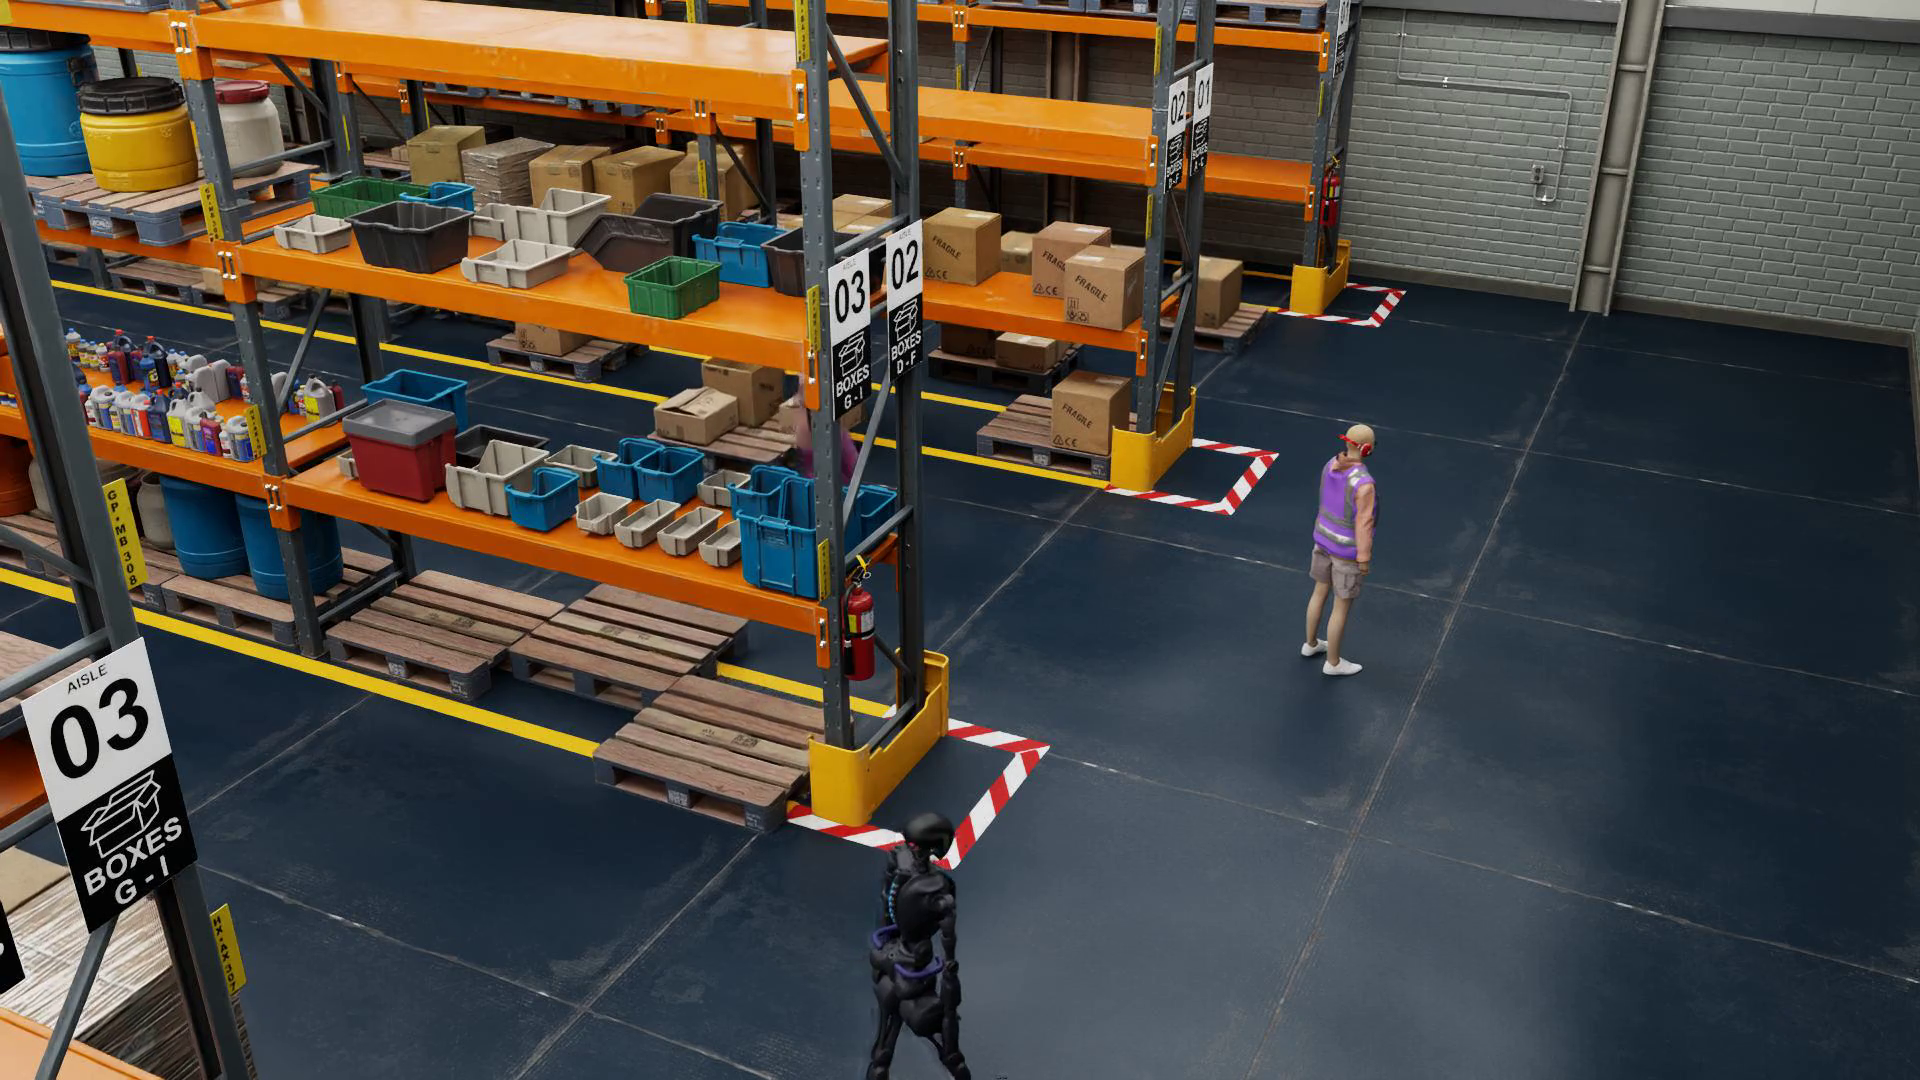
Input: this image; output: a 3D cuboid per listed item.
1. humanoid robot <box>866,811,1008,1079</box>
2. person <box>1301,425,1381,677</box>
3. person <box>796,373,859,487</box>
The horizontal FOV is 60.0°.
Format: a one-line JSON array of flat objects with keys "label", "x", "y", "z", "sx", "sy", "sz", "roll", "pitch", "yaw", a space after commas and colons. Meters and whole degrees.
[{"label": "humanoid robot", "x": -0.161, "y": 1.831, "z": 7.049, "sx": 0.753, "sy": 1.624, "sz": 0.605, "roll": -16, "pitch": 30, "yaw": -29}, {"label": "person", "x": 2.433, "y": 0.059, "z": 10.588, "sx": 0.352, "sy": 1.688, "sz": 0.489, "roll": -11, "pitch": 28, "yaw": -21}, {"label": "person", "x": -0.956, "y": -0.739, "z": 12.087, "sx": 0.436, "sy": 1.781, "sz": 0.539, "roll": 8, "pitch": 27, "yaw": 15}]
